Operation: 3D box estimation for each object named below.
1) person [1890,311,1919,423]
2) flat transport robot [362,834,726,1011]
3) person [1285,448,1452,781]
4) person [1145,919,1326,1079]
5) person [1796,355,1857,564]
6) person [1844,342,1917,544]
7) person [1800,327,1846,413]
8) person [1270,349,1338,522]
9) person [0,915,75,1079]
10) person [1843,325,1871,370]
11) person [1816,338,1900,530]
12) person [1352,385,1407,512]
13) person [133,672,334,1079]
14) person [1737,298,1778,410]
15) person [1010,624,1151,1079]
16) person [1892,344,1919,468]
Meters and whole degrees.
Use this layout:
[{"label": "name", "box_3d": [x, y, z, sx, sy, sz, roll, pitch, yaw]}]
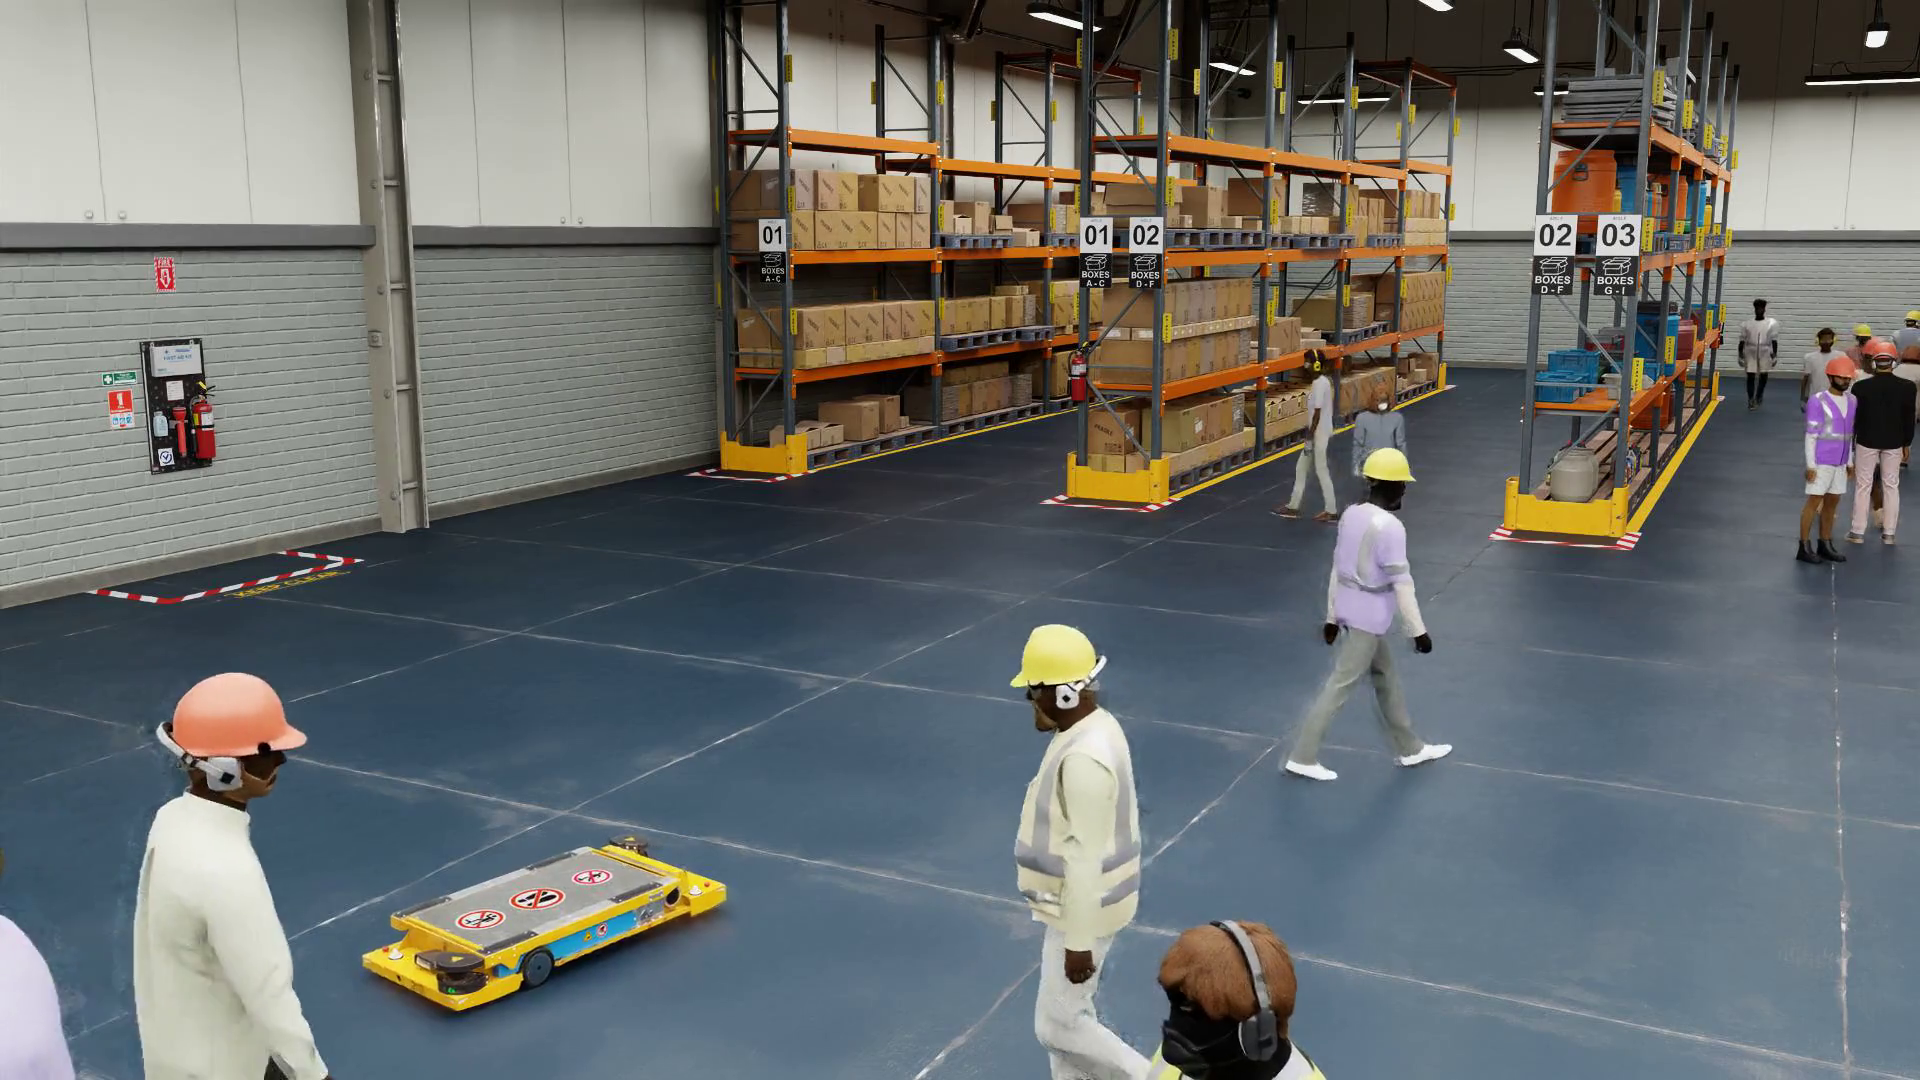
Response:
[{"label": "person", "box_3d": [15.336, -2.789, 26.892, 0.591, 1.822, 0.404, 8, 13, 38]}, {"label": "flat transport robot", "box_3d": [-1.755, 1.606, 7.160, 0.652, 0.197, 1.431, 8, 13, 38]}, {"label": "person", "box_3d": [2.291, 0.418, 9.284, 1.042, 1.869, 0.594, -2, 11, -8]}, {"label": "person", "box_3d": [0.494, 1.572, 3.087, 0.429, 1.835, 0.630, -3, 11, -17]}, {"label": "person", "box_3d": [8.087, -0.745, 15.433, 0.551, 1.935, 0.369, -4, 11, -20]}, {"label": "person", "box_3d": [9.059, -0.948, 16.405, 0.608, 1.987, 0.391, 3, 11, 14]}, {"label": "person", "box_3d": [11.259, -1.852, 21.703, 0.552, 1.854, 0.516, 3, 11, 16]}, {"label": "person", "box_3d": [3.663, -1.099, 17.638, 0.804, 1.838, 0.555, 2, 11, 10]}, {"label": "person", "box_3d": [-2.110, 1.475, 3.412, 0.923, 1.899, 0.645, -5, 12, -27]}, {"label": "person", "box_3d": [13.340, -2.343, 24.733, 0.540, 1.722, 0.907, 2, 11, 13]}, {"label": "person", "box_3d": [9.430, -1.119, 17.386, 0.621, 1.986, 1.102, -1, 10, -8]}, {"label": "person", "box_3d": [4.107, -0.722, 16.250, 0.543, 1.594, 0.606, -2, 11, -9]}, {"label": "person", "box_3d": [-1.809, 1.296, 4.210, 0.574, 1.969, 0.609, -5, 12, -27]}, {"label": "person", "box_3d": [13.883, -3.234, 28.953, 0.642, 1.950, 0.469, 5, 11, 24]}, {"label": "person", "box_3d": [0.436, 1.169, 5.364, 0.591, 1.806, 0.615, 1, 10, 6]}, {"label": "person", "box_3d": [12.418, -1.753, 21.812, 0.518, 1.616, 0.512, 6, 12, 31]}]
